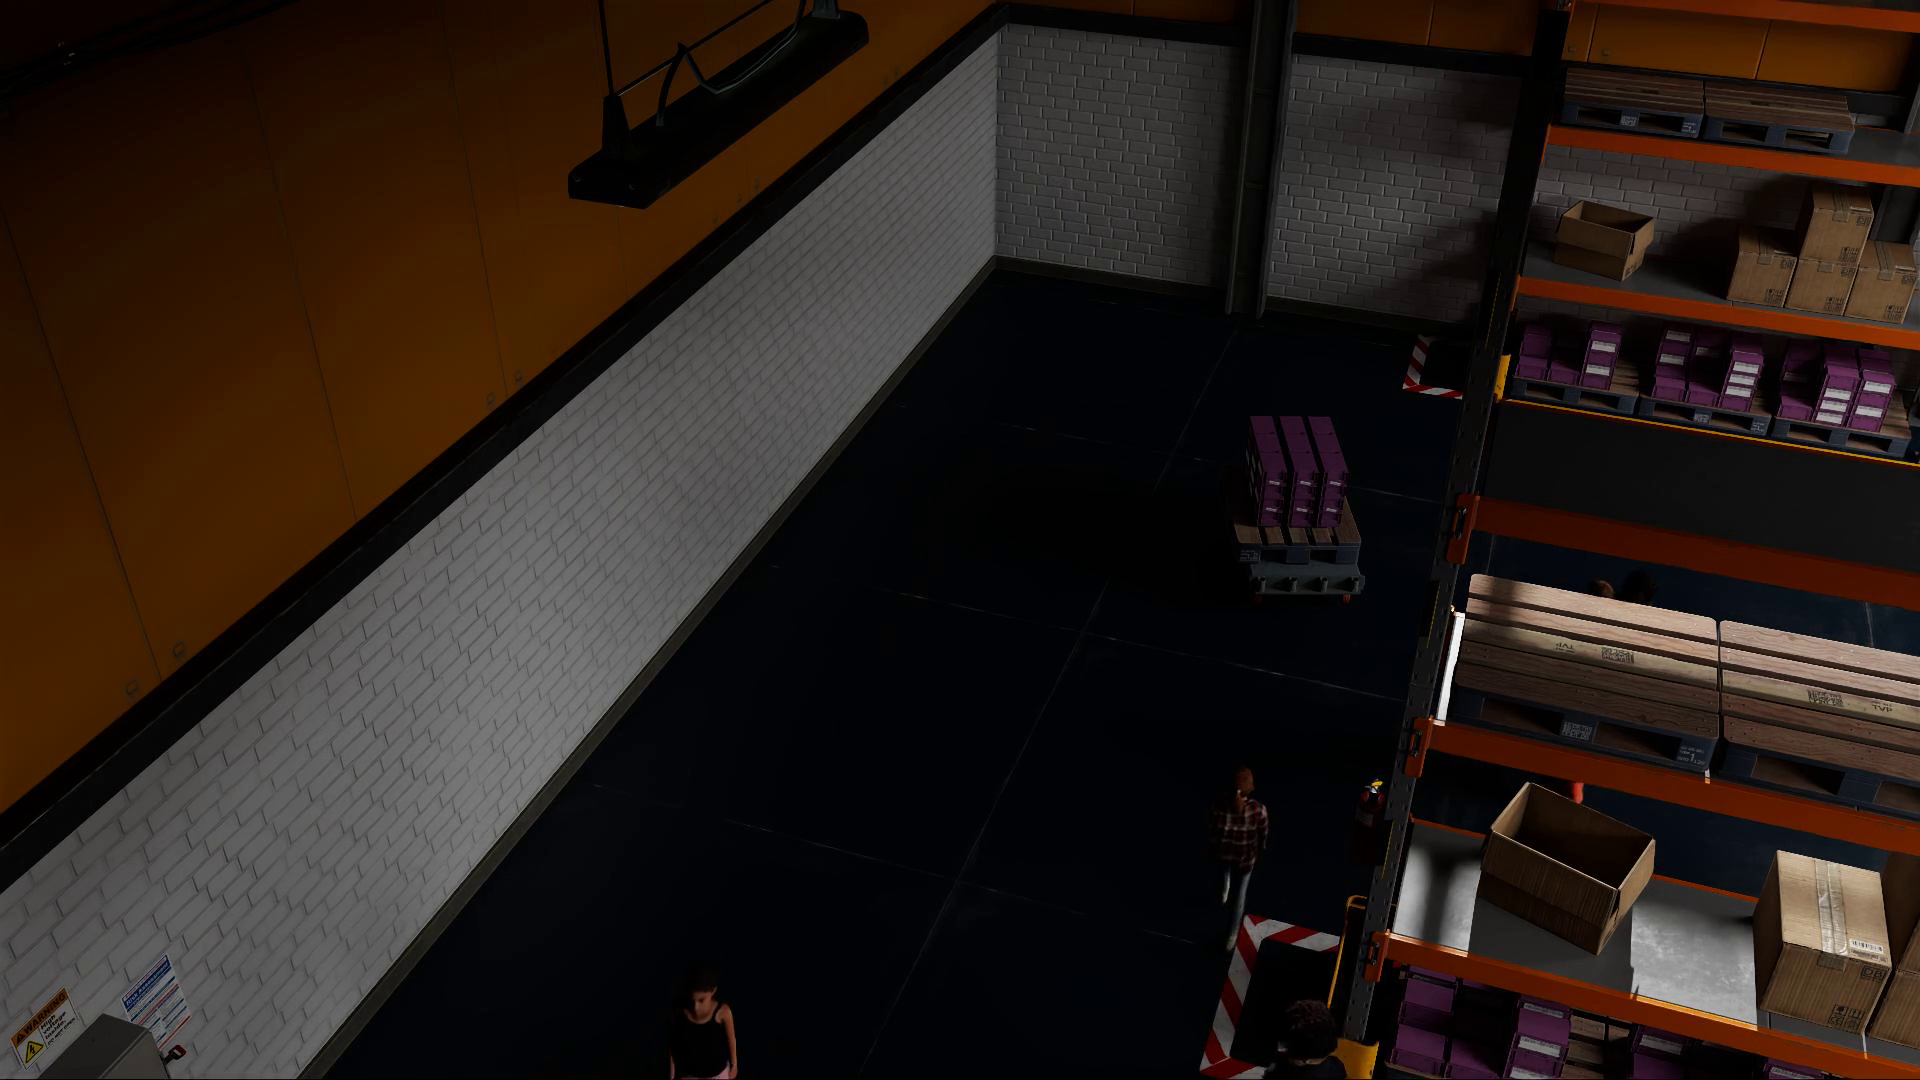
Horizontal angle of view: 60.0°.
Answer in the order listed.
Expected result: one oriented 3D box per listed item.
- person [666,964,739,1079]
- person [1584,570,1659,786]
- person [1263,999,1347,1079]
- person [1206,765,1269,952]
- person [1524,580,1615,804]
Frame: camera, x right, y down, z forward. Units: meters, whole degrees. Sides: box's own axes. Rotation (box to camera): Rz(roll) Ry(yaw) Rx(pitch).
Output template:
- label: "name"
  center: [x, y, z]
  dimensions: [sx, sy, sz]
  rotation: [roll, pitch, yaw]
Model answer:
- label: "person"
  center: [-1.377, 2.801, 8.973]
  dimensions: [0.973, 1.541, 0.697]
  rotation: [6, 34, 8]
- label: "person"
  center: [4.510, 0.934, 11.684]
  dimensions: [1.067, 1.650, 1.006]
  rotation: [-7, 34, -10]
- label: "person"
  center: [1.721, 3.097, 8.362]
  dimensions: [1.140, 1.724, 1.024]
  rotation: [-4, 34, -6]
- label: "person"
  center: [1.730, 1.989, 10.428]
  dimensions: [0.858, 1.282, 0.638]
  rotation: [8, 34, 12]
- label: "person"
  center: [4.242, 1.100, 11.319]
  dimensions: [0.987, 1.778, 1.016]
  rotation: [-11, 35, -16]
